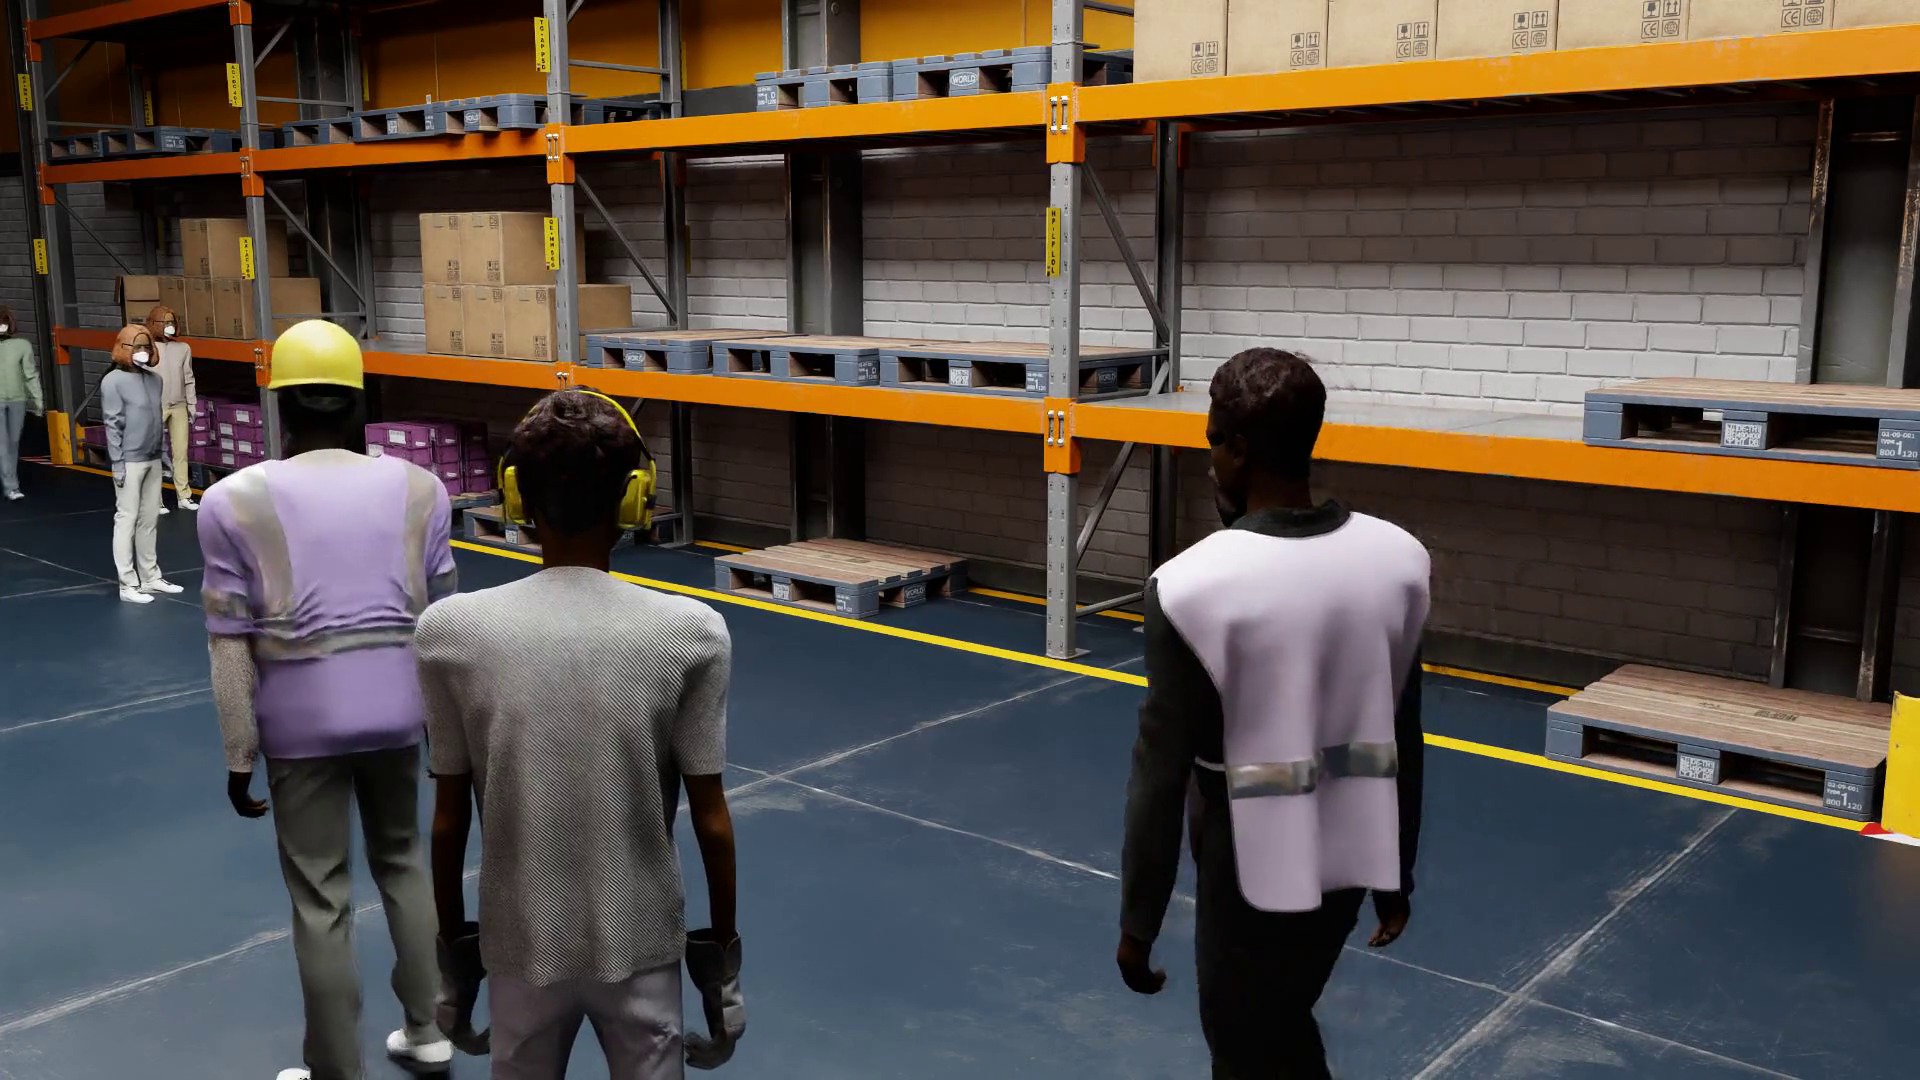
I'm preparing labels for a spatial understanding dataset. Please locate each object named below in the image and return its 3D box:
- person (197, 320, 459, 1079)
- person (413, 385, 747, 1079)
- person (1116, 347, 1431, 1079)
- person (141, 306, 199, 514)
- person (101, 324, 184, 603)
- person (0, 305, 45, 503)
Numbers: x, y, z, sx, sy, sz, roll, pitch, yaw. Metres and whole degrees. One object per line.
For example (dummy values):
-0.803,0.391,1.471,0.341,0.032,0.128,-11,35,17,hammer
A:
-1.497,0.433,4.020,0.590,1.902,0.490,-8,13,-39,person
-0.602,0.686,2.703,0.501,1.860,0.312,-1,10,-7,person
0.559,0.609,3.014,0.614,1.898,0.461,-6,11,-29,person
-6.236,-1.021,13.078,0.277,1.629,0.496,7,12,33,person
-4.844,-0.456,9.840,0.287,1.631,0.501,2,10,9,person
-7.732,-1.100,13.553,0.752,1.600,0.523,8,13,39,person
